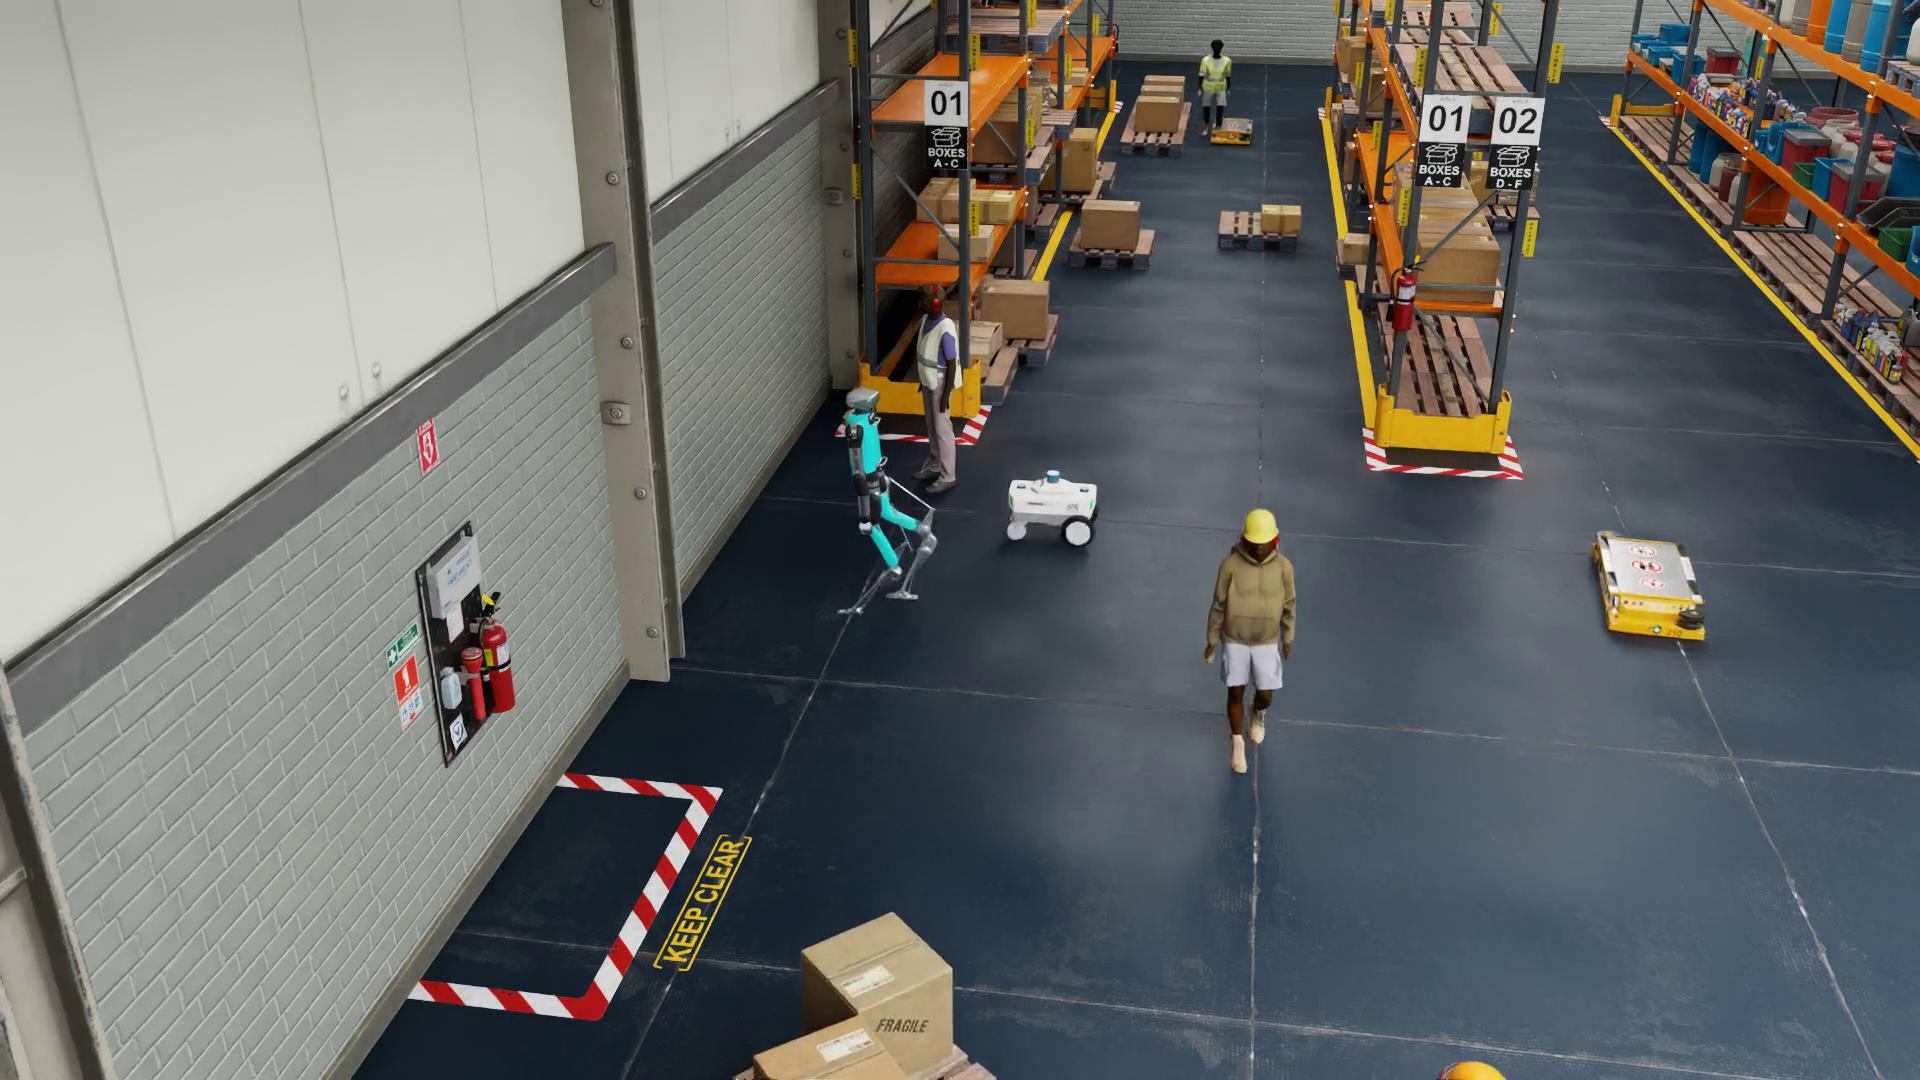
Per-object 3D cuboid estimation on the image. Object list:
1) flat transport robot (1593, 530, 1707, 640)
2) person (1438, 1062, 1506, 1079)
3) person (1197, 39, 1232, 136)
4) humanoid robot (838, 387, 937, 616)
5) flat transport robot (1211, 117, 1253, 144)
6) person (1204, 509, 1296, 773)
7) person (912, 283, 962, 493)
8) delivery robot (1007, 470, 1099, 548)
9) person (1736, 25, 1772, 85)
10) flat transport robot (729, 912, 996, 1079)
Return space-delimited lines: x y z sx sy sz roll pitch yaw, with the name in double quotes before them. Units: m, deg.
"flat transport robot" 5.224 0.331 12.648 0.659 0.231 1.431 6 26 13
"person" 1.712 2.585 5.925 0.590 1.885 0.411 -1 25 -2
"person" 4.266 -7.565 27.896 0.570 1.673 0.570 2 25 5
"humanoid robot" -0.485 -0.238 12.167 0.835 1.794 0.535 4 25 9
"flat transport robot" 4.613 -6.937 28.205 0.659 0.231 1.431 4 25 9
"person" 1.790 0.603 10.314 0.547 1.748 0.444 3 25 7
"person" -0.188 -1.321 14.323 0.374 1.843 0.569 -9 27 -19
"delivery robot" 0.780 -0.266 13.611 0.807 0.613 0.499 3 25 7
"person" 15.727 -9.807 32.630 0.801 1.731 0.355 1 25 3
"flat transport robot" -0.444 2.786 7.395 0.659 0.231 1.431 -19 31 -35
